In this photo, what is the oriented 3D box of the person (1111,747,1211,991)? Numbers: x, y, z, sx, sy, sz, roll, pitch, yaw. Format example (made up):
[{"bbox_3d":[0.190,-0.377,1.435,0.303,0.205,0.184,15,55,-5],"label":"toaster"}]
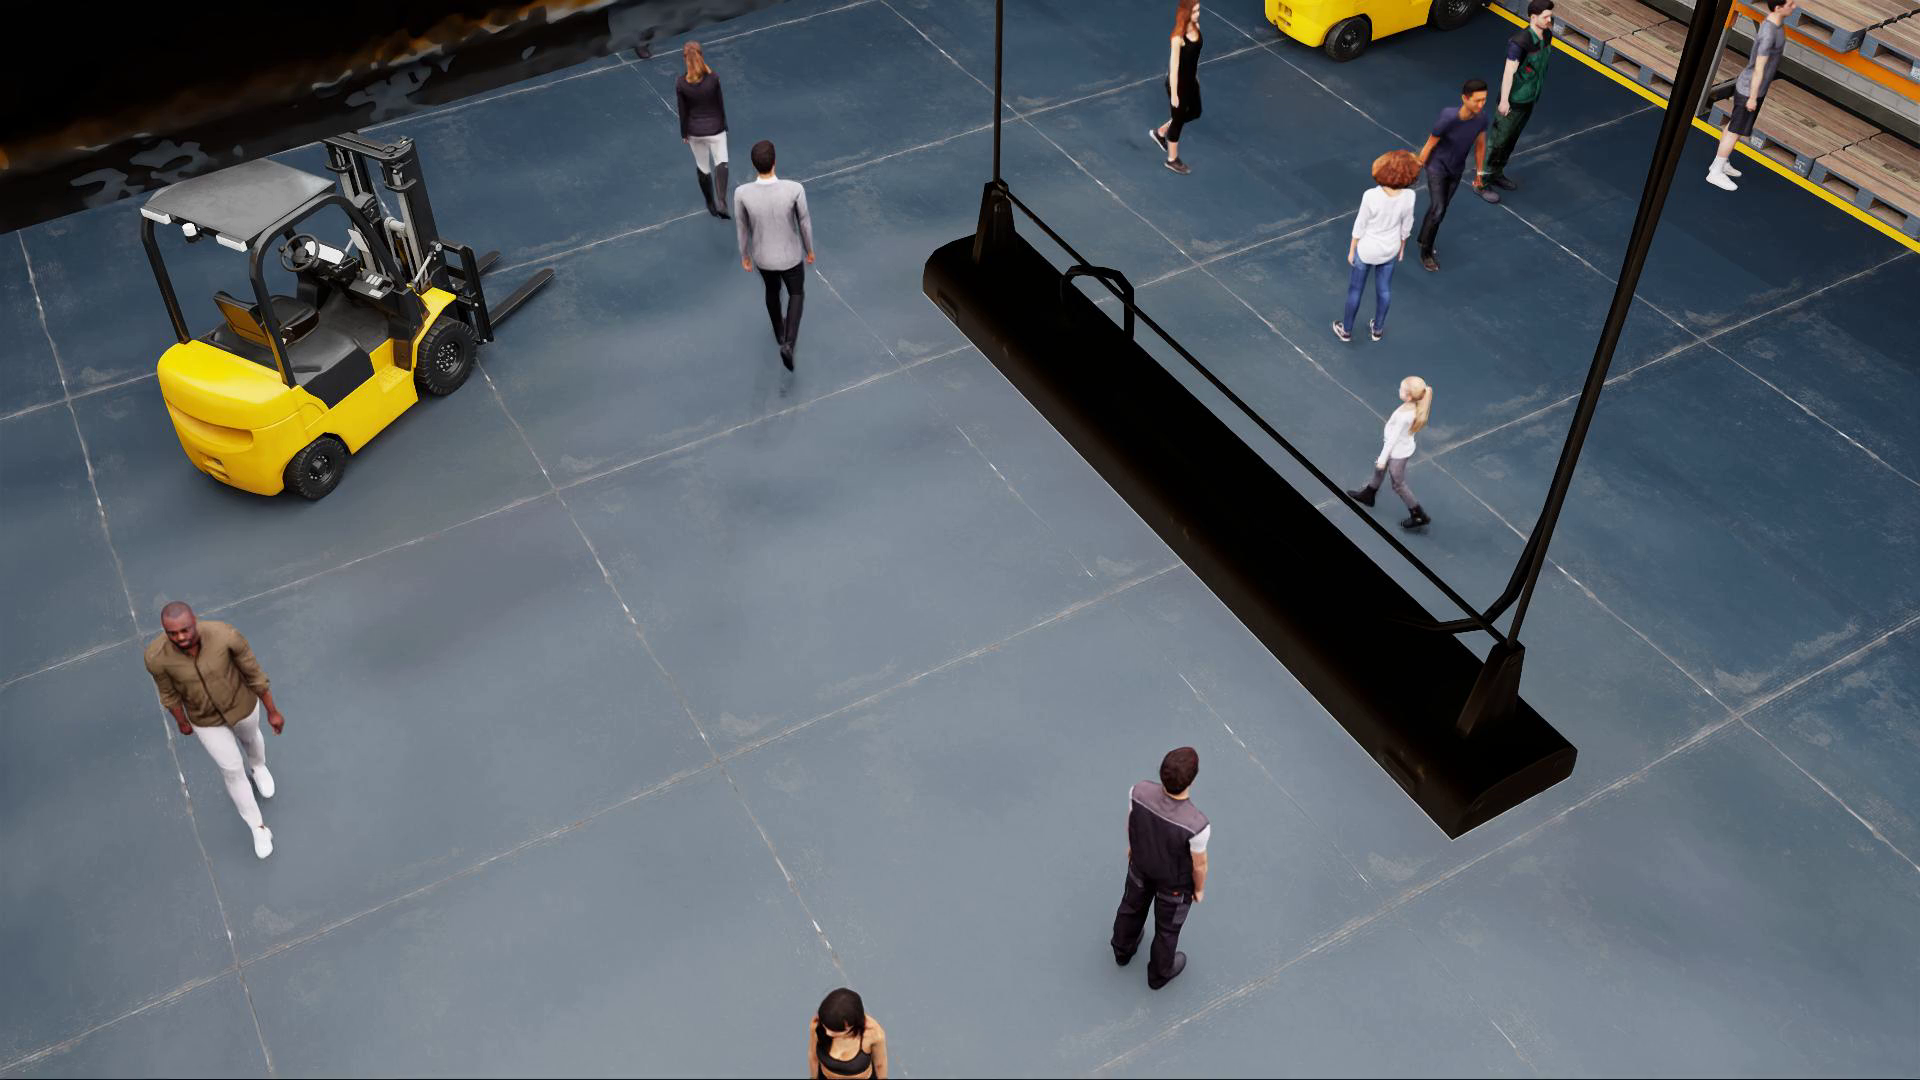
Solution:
[{"bbox_3d":[1.082,1.766,8.943,0.644,1.846,0.782,29,50,27],"label":"person"}]

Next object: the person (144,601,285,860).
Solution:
[{"bbox_3d":[-4.366,0.946,9.841,0.753,1.795,1.063,-21,48,-21],"label":"person"}]

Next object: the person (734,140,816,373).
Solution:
[{"bbox_3d":[-1.444,-2.209,13.071,1.060,1.907,1.191,1,44,1],"label":"person"}]

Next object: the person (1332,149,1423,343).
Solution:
[{"bbox_3d":[3.368,-2.351,13.363,0.733,1.710,0.742,-3,44,-3],"label":"person"}]

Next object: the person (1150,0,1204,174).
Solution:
[{"bbox_3d":[1.982,-4.223,15.324,0.840,1.714,0.735,28,50,27],"label":"person"}]

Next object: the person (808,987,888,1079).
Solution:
[{"bbox_3d":[-0.539,2.638,8.176,0.637,1.641,0.683,8,44,8],"label":"person"}]

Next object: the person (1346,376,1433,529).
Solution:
[{"bbox_3d":[3.190,-0.609,11.856,0.957,1.266,0.761,23,48,22],"label":"person"}]

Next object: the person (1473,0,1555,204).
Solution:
[{"bbox_3d":[4.998,-3.978,14.934,0.671,1.899,0.740,33,53,30],"label":"person"}]

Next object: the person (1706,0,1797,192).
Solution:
[{"bbox_3d":[7.188,-4.125,15.108,0.745,1.871,0.740,20,47,20],"label":"person"}]

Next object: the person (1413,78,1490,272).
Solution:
[{"bbox_3d":[4.116,-3.208,14.225,0.819,1.762,0.879,-12,45,-12],"label":"person"}]

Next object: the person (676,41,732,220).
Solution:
[{"bbox_3d":[-2.219,-3.522,14.586,0.754,1.718,0.948,-7,44,-7],"label":"person"}]
